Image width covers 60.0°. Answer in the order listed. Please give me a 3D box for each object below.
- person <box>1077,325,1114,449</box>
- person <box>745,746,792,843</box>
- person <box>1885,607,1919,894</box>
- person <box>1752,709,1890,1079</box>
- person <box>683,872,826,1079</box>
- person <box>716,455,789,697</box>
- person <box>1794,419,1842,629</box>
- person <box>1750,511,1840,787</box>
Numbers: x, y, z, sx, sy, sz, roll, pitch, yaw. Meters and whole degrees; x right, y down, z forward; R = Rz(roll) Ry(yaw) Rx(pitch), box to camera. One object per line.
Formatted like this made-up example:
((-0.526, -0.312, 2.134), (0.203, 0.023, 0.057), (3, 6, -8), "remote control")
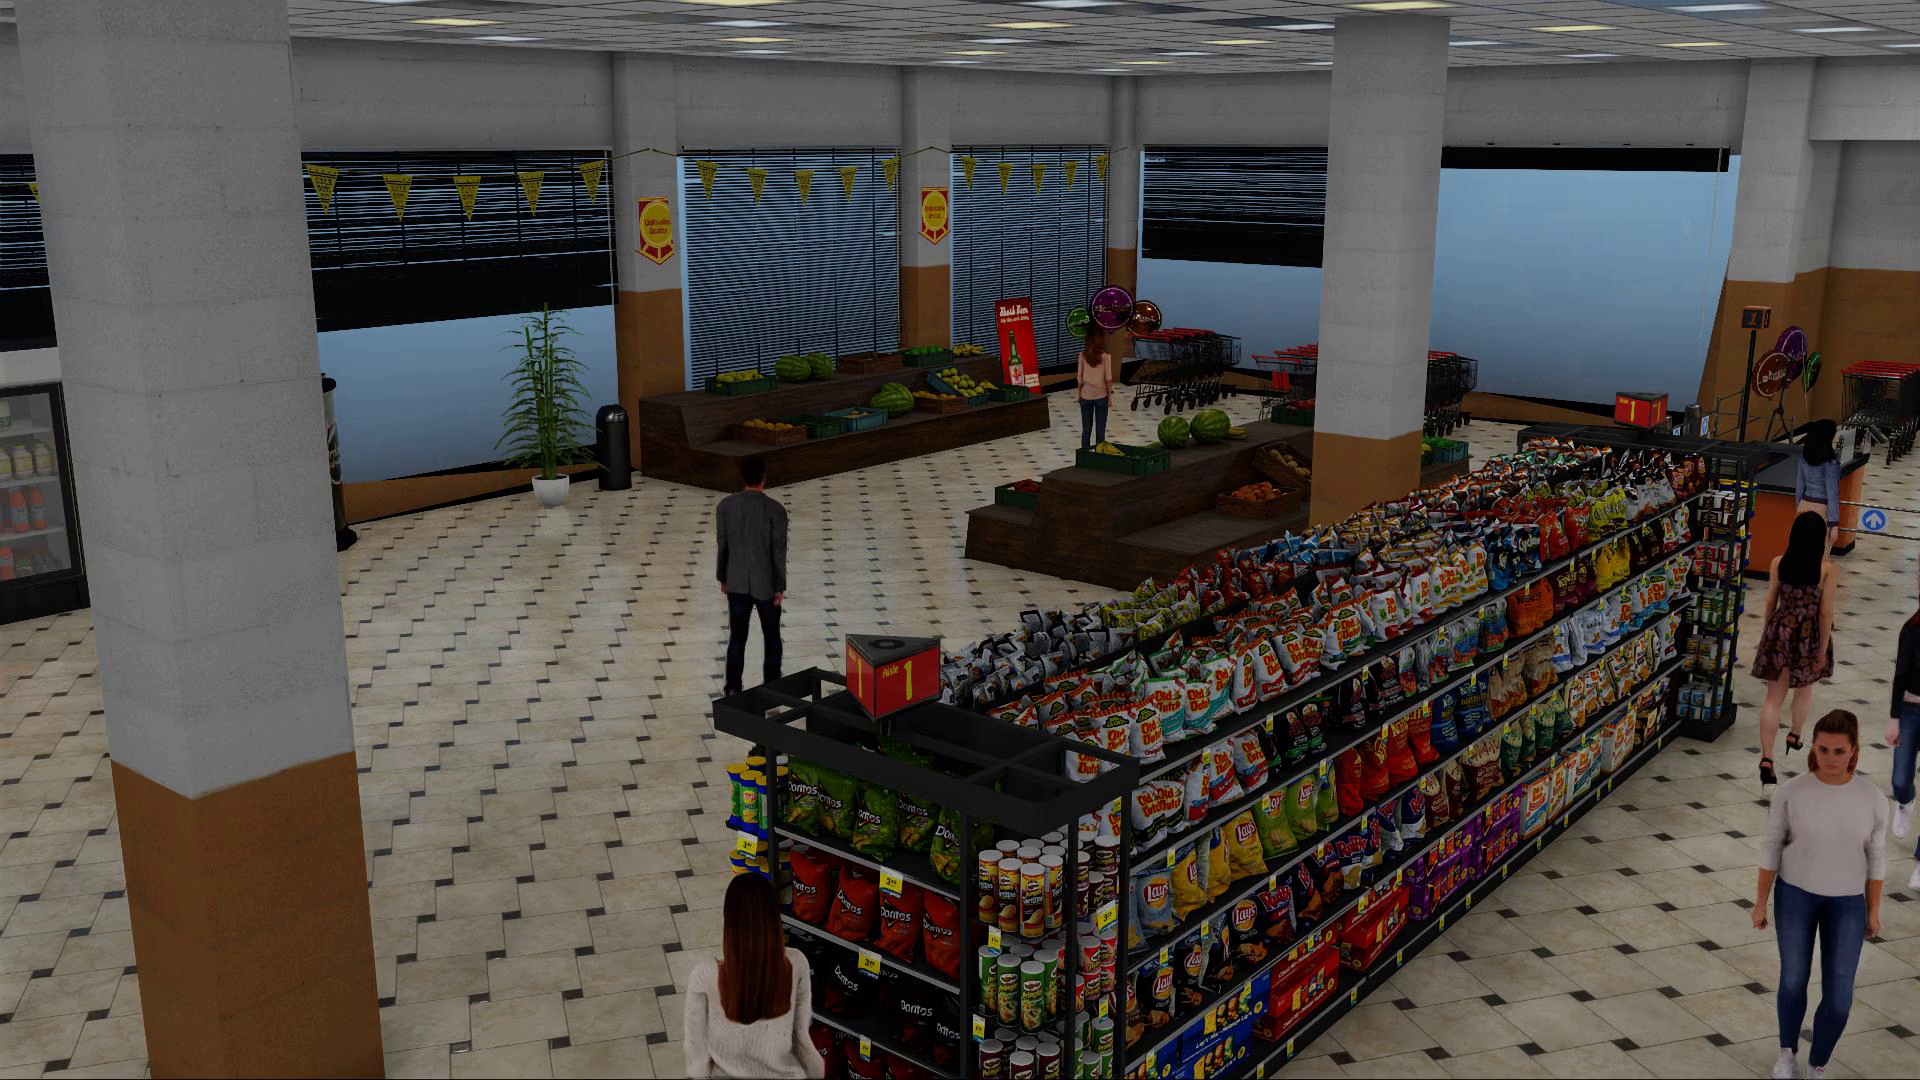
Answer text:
((1.657, -1.757, 20.571), (0.655, 1.789, 0.619), (6, 15, 22), "person")
((-0.852, 1.575, 7.912), (0.646, 1.281, 0.944), (7, 15, 26), "person")
((5.362, 1.008, 9.233), (0.651, 1.760, 1.173), (9, 16, 32), "person")
((3.693, 1.539, 7.152), (0.705, 1.708, 0.718), (7, 15, 27), "person")
((-0.687, 1.921, 5.616), (0.663, 1.691, 0.769), (-4, 14, -18), "person")
((-1.492, 0.353, 11.764), (1.081, 1.840, 1.224), (1, 14, 5), "person")
((7.165, -0.144, 13.950), (0.744, 1.775, 0.704), (-3, 14, -13), "person")
((5.216, 0.734, 10.468), (0.622, 1.710, 1.204), (11, 17, 37), "person")
